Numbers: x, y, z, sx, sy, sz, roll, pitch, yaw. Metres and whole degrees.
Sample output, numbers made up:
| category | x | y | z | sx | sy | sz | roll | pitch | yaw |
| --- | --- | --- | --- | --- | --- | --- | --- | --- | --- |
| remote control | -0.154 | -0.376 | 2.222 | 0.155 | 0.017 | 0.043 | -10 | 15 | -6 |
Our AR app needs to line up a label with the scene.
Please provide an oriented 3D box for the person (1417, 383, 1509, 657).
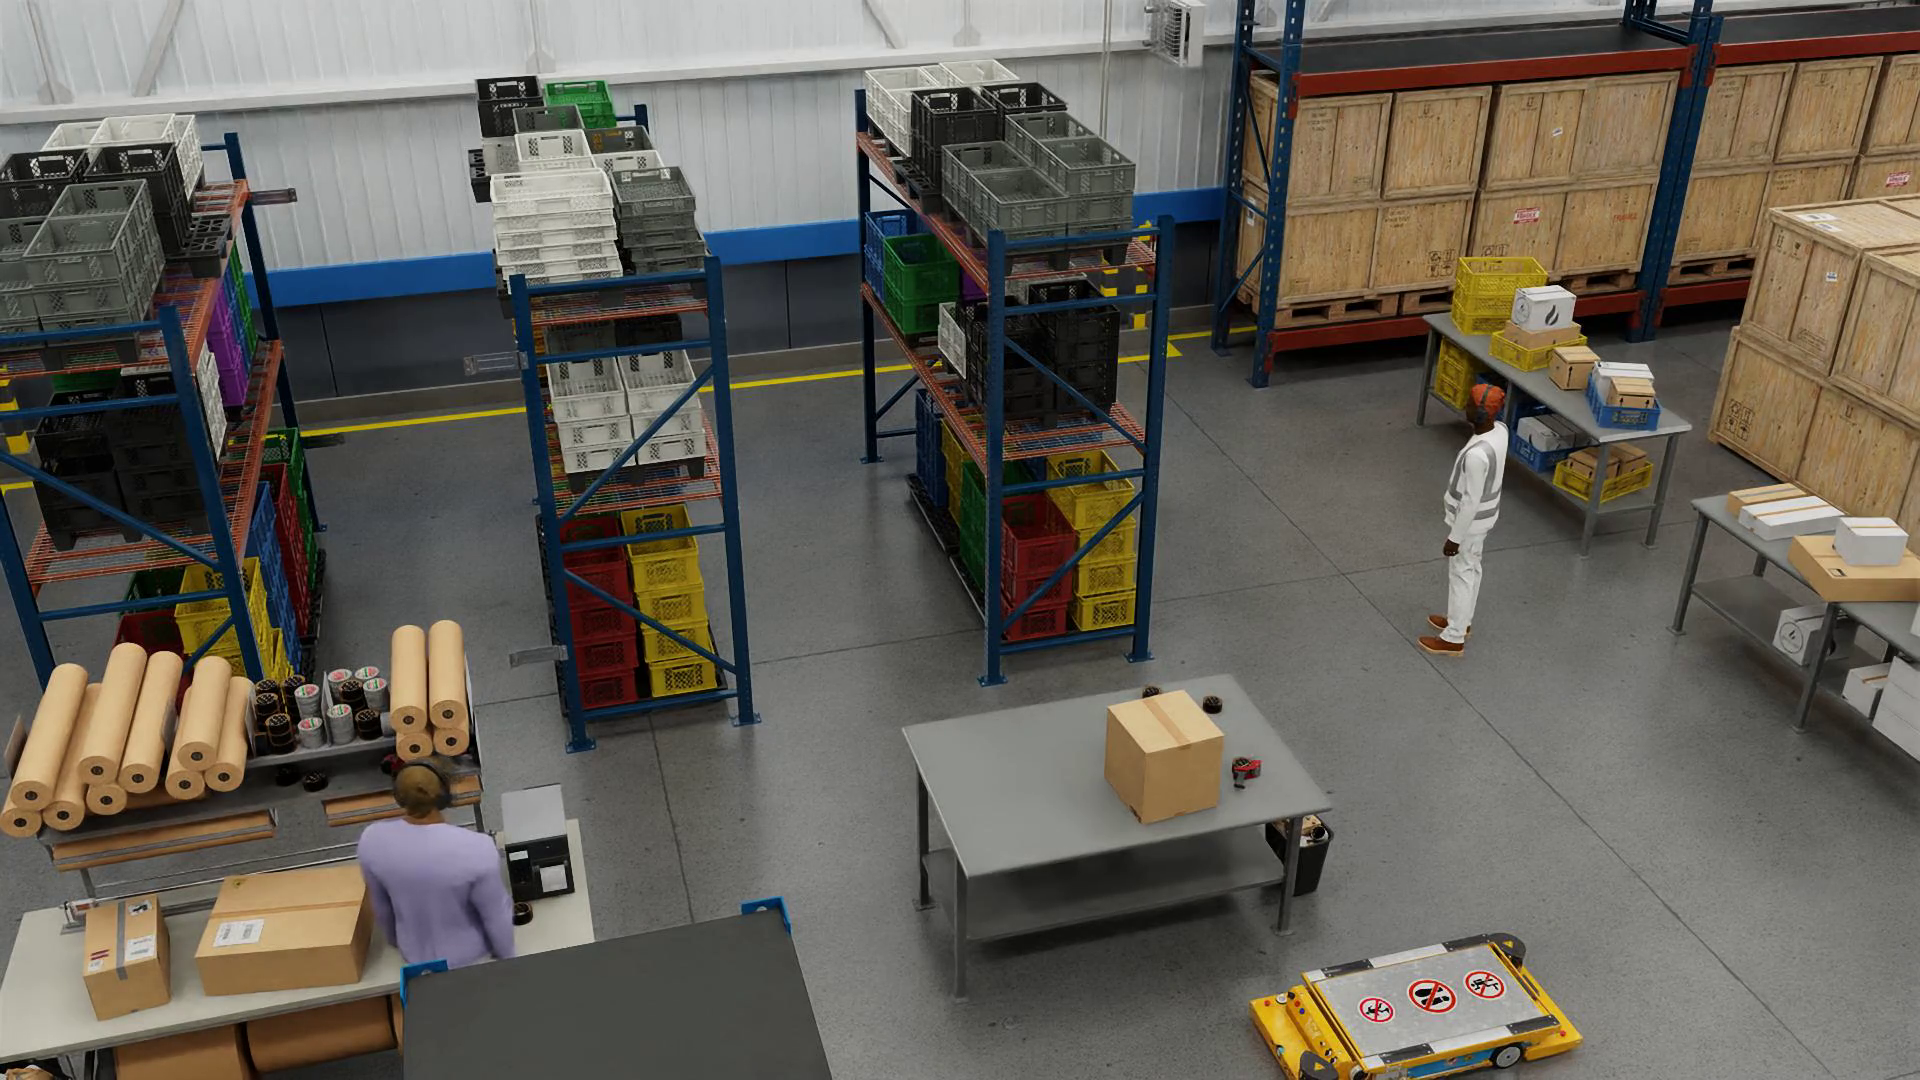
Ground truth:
| category | x | y | z | sx | sy | sz | roll | pitch | yaw |
| --- | --- | --- | --- | --- | --- | --- | --- | --- | --- |
| person | 3.268 | -0.131 | 10.712 | 0.355 | 1.882 | 0.575 | 15 | 32 | 25 |

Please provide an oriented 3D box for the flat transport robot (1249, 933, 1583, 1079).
| category | x | y | z | sx | sy | sz | roll | pitch | yaw |
| --- | --- | --- | --- | --- | --- | --- | --- | --- | --- |
| flat transport robot | 2.184 | 2.282 | 7.980 | 1.431 | 0.197 | 0.652 | -8 | 30 | -14 |

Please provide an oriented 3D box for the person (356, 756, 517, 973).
| category | x | y | z | sx | sy | sz | roll | pitch | yaw |
| --- | --- | --- | --- | --- | --- | --- | --- | --- | --- |
| person | -2.218 | 1.767 | 7.213 | 0.632 | 1.931 | 0.368 | 5 | 29 | 9 |
